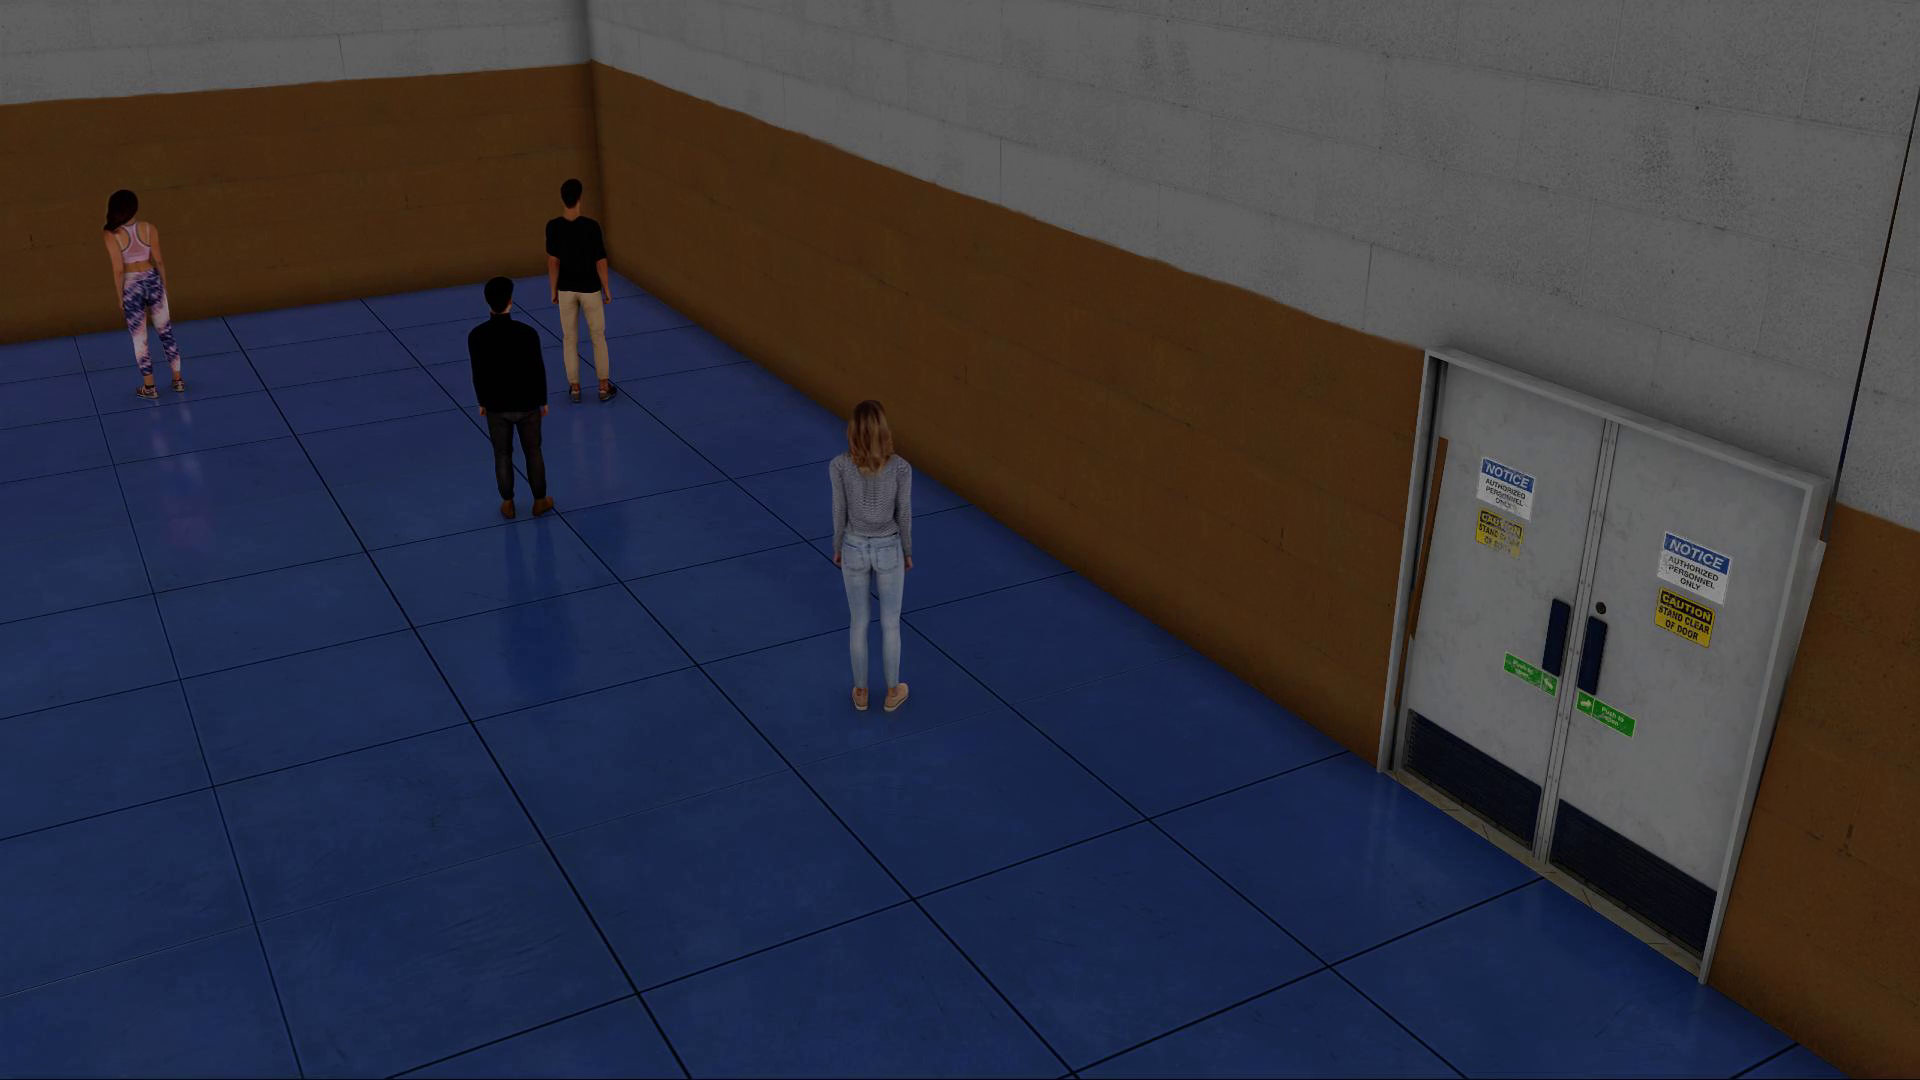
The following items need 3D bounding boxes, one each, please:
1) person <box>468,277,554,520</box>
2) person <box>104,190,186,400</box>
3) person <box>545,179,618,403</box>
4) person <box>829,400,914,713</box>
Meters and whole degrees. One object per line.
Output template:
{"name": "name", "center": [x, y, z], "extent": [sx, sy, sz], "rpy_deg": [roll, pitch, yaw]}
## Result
{"name": "person", "center": [-3.124, -0.987, 11.587], "extent": [0.612, 1.723, 0.772], "rpy_deg": [-3, 24, -8]}
{"name": "person", "center": [-6.896, -2.083, 14.036], "extent": [0.711, 1.767, 0.574], "rpy_deg": [21, 31, 39]}
{"name": "person", "center": [-3.176, -2.077, 13.881], "extent": [0.631, 1.855, 0.780], "rpy_deg": [-1, 24, -3]}
{"name": "person", "center": [-0.475, 0.090, 9.035], "extent": [0.618, 1.796, 0.721], "rpy_deg": [2, 24, 4]}
